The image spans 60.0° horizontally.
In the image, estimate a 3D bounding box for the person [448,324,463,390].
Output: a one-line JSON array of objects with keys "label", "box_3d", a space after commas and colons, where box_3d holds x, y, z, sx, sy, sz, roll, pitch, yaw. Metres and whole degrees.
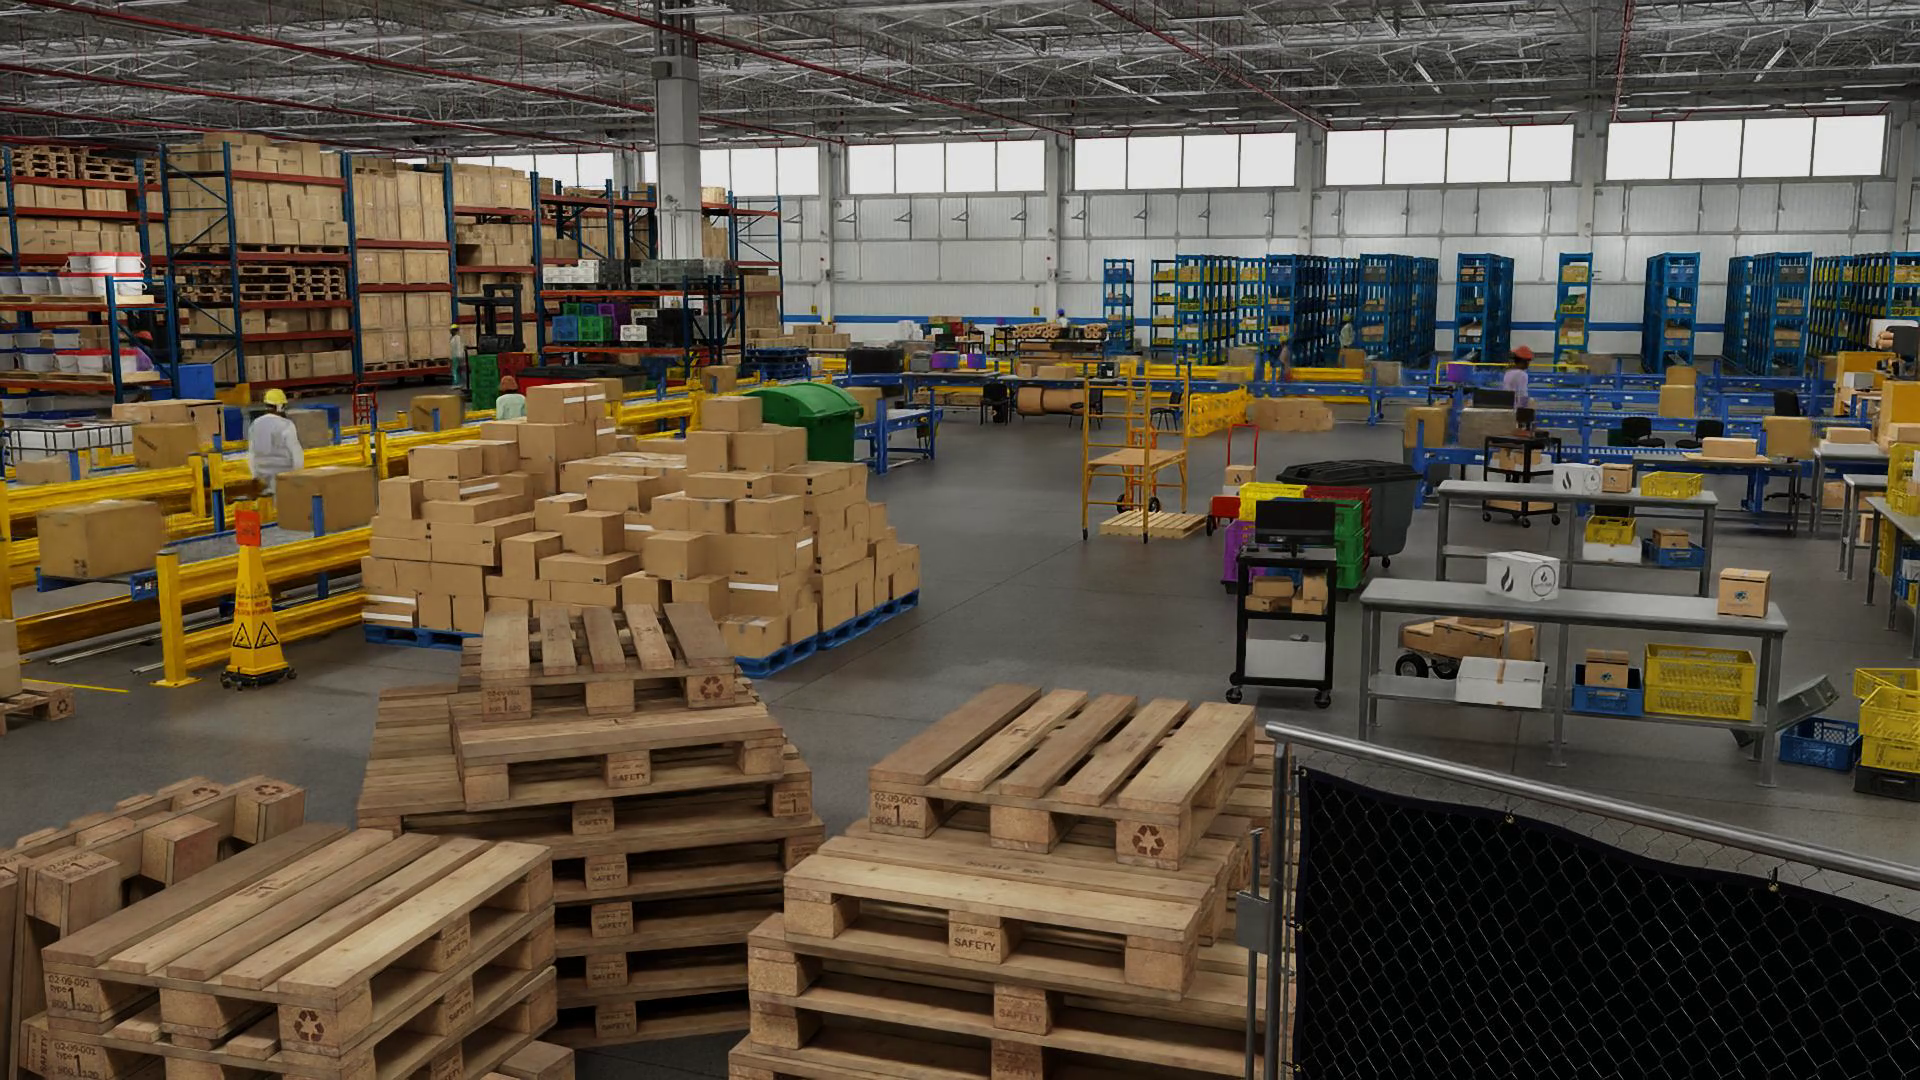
[{"label": "person", "box_3d": [-13.453, -4.870, 44.277, 0.419, 1.727, 0.642, -4, 10, -22]}]

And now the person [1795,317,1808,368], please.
[{"label": "person", "box_3d": [24.350, -5.559, 48.250, 0.390, 1.840, 0.565, 3, 10, 20]}]

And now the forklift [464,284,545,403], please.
[{"label": "forklift", "box_3d": [-10.832, -4.702, 39.610, 1.129, 2.768, 1.873, 3, 10, 20]}]

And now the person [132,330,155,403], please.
[{"label": "person", "box_3d": [-17.213, -3.463, 34.945, 0.867, 1.900, 0.533, 1, 9, 4]}]

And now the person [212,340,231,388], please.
[{"label": "person", "box_3d": [-19.932, -5.004, 44.944, 0.610, 1.794, 0.922, 4, 10, 24]}]

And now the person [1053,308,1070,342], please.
[{"label": "person", "box_3d": [3.479, -6.908, 56.445, 0.614, 1.918, 0.749, -6, 11, -31]}]

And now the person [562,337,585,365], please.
[{"label": "person", "box_3d": [-9.383, -4.230, 40.417, 0.543, 1.678, 0.689, -1, 9, -5]}]

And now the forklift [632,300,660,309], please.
[{"label": "forklift", "box_3d": [-9.230, -6.227, 49.188, 1.129, 2.768, 1.873, -1, 9, -7]}]

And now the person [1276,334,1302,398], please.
[{"label": "person", "box_3d": [7.368, -3.781, 37.477, 0.933, 1.717, 0.521, 1, 9, 7]}]

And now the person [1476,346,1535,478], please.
[{"label": "person", "box_3d": [8.134, -1.882, 24.682, 0.867, 2.003, 0.593, 0, 9, 1]}]

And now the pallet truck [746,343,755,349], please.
[{"label": "pallet truck", "box_3d": [-6.183, -4.618, 44.264, 1.601, 1.201, 0.680, -9, 12, -43]}]

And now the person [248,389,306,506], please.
[{"label": "person", "box_3d": [-7.375, -0.750, 18.170, 0.590, 1.794, 0.852, 4, 10, 26]}]

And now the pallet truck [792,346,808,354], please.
[{"label": "pallet truck", "box_3d": [-3.705, -4.298, 42.022, 0.653, 1.274, 1.630, 3, 10, 20]}]

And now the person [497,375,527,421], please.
[{"label": "person", "box_3d": [-6.311, -1.507, 23.457, 0.268, 1.631, 0.507, 7, 11, 36]}]

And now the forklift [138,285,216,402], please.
[{"label": "forklift", "box_3d": [-17.480, -4.200, 36.461, 1.873, 2.768, 1.129, 3, 10, 19]}]

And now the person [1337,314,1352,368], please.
[{"label": "person", "box_3d": [12.307, -6.275, 52.823, 0.754, 1.810, 0.599, 4, 10, 24]}]
